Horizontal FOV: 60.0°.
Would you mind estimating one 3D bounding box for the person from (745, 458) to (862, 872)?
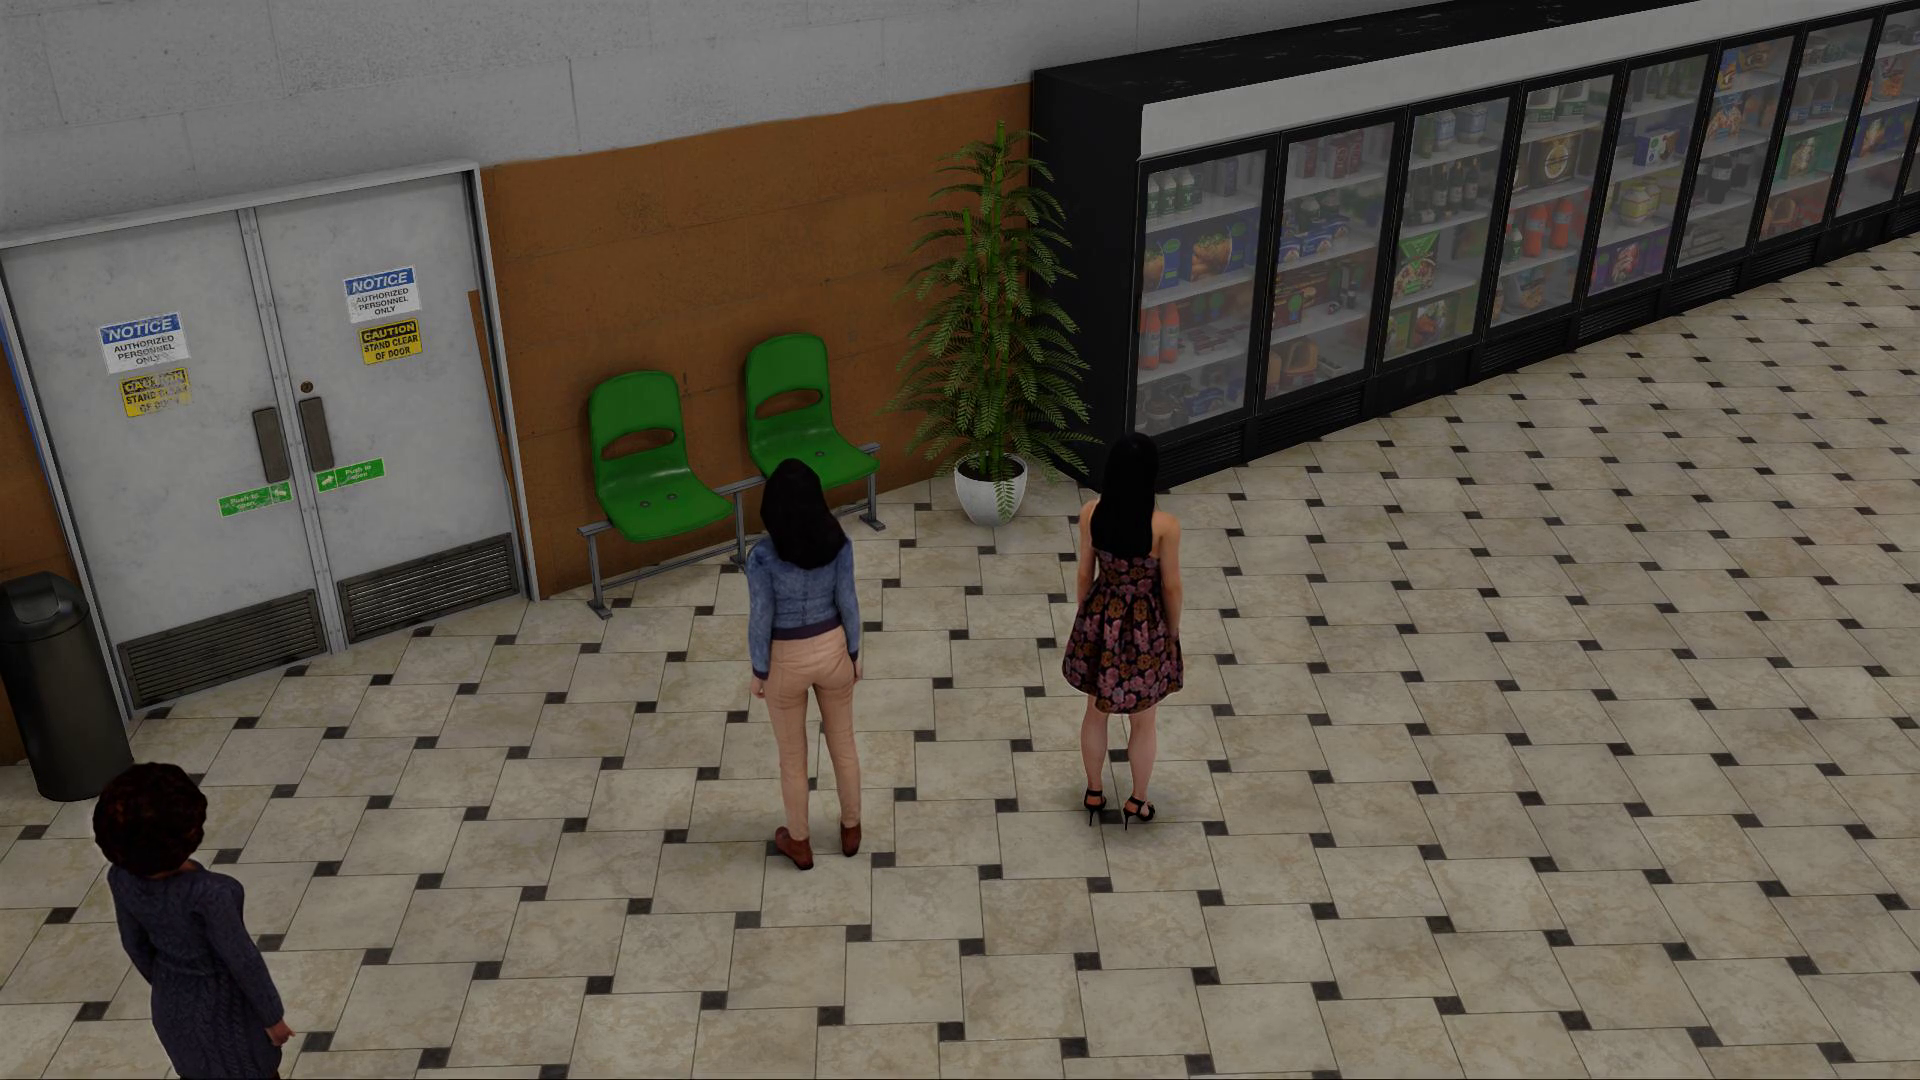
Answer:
[{"bbox_3d":[-0.587,0.498,6.420,0.656,1.773,0.643,-9,30,-17],"label":"person"}]

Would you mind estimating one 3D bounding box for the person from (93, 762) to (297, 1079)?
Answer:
[{"bbox_3d":[-2.194,1.383,4.866,0.636,1.710,0.729,10,30,17],"label":"person"}]

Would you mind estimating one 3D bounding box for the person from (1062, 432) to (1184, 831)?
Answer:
[{"bbox_3d":[0.659,0.382,6.631,0.784,1.774,0.860,10,30,18],"label":"person"}]
